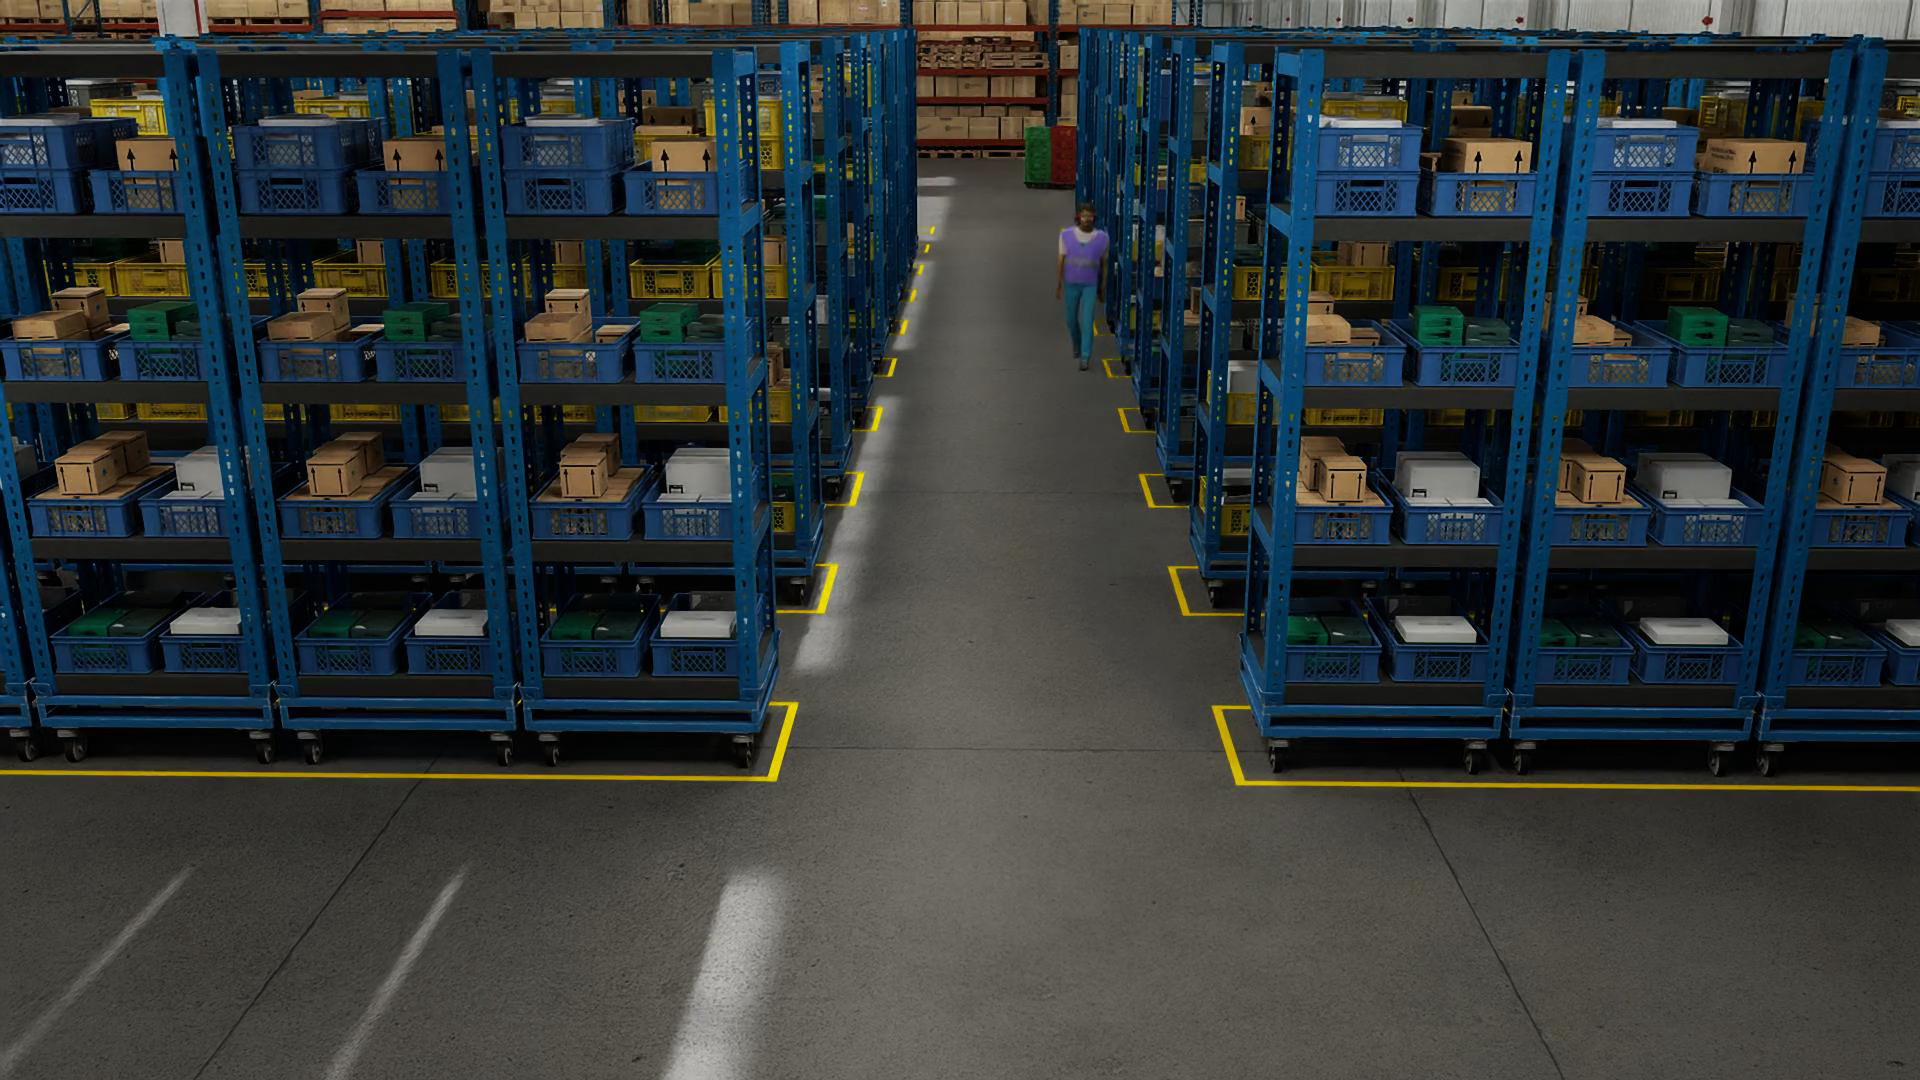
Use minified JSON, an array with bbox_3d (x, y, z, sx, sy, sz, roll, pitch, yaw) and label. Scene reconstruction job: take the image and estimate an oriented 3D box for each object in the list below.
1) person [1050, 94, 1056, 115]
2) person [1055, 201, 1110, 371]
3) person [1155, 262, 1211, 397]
[{"bbox_3d":[3.006,-13.060,50.822,1.043,1.945,0.615,-1,17,-4],"label":"person"},{"bbox_3d":[1.361,-2.834,18.401,0.580,1.824,0.765,4,18,13],"label":"person"},{"bbox_3d":[2.438,-2.379,16.790,1.023,1.916,0.672,1,17,2],"label":"person"}]
